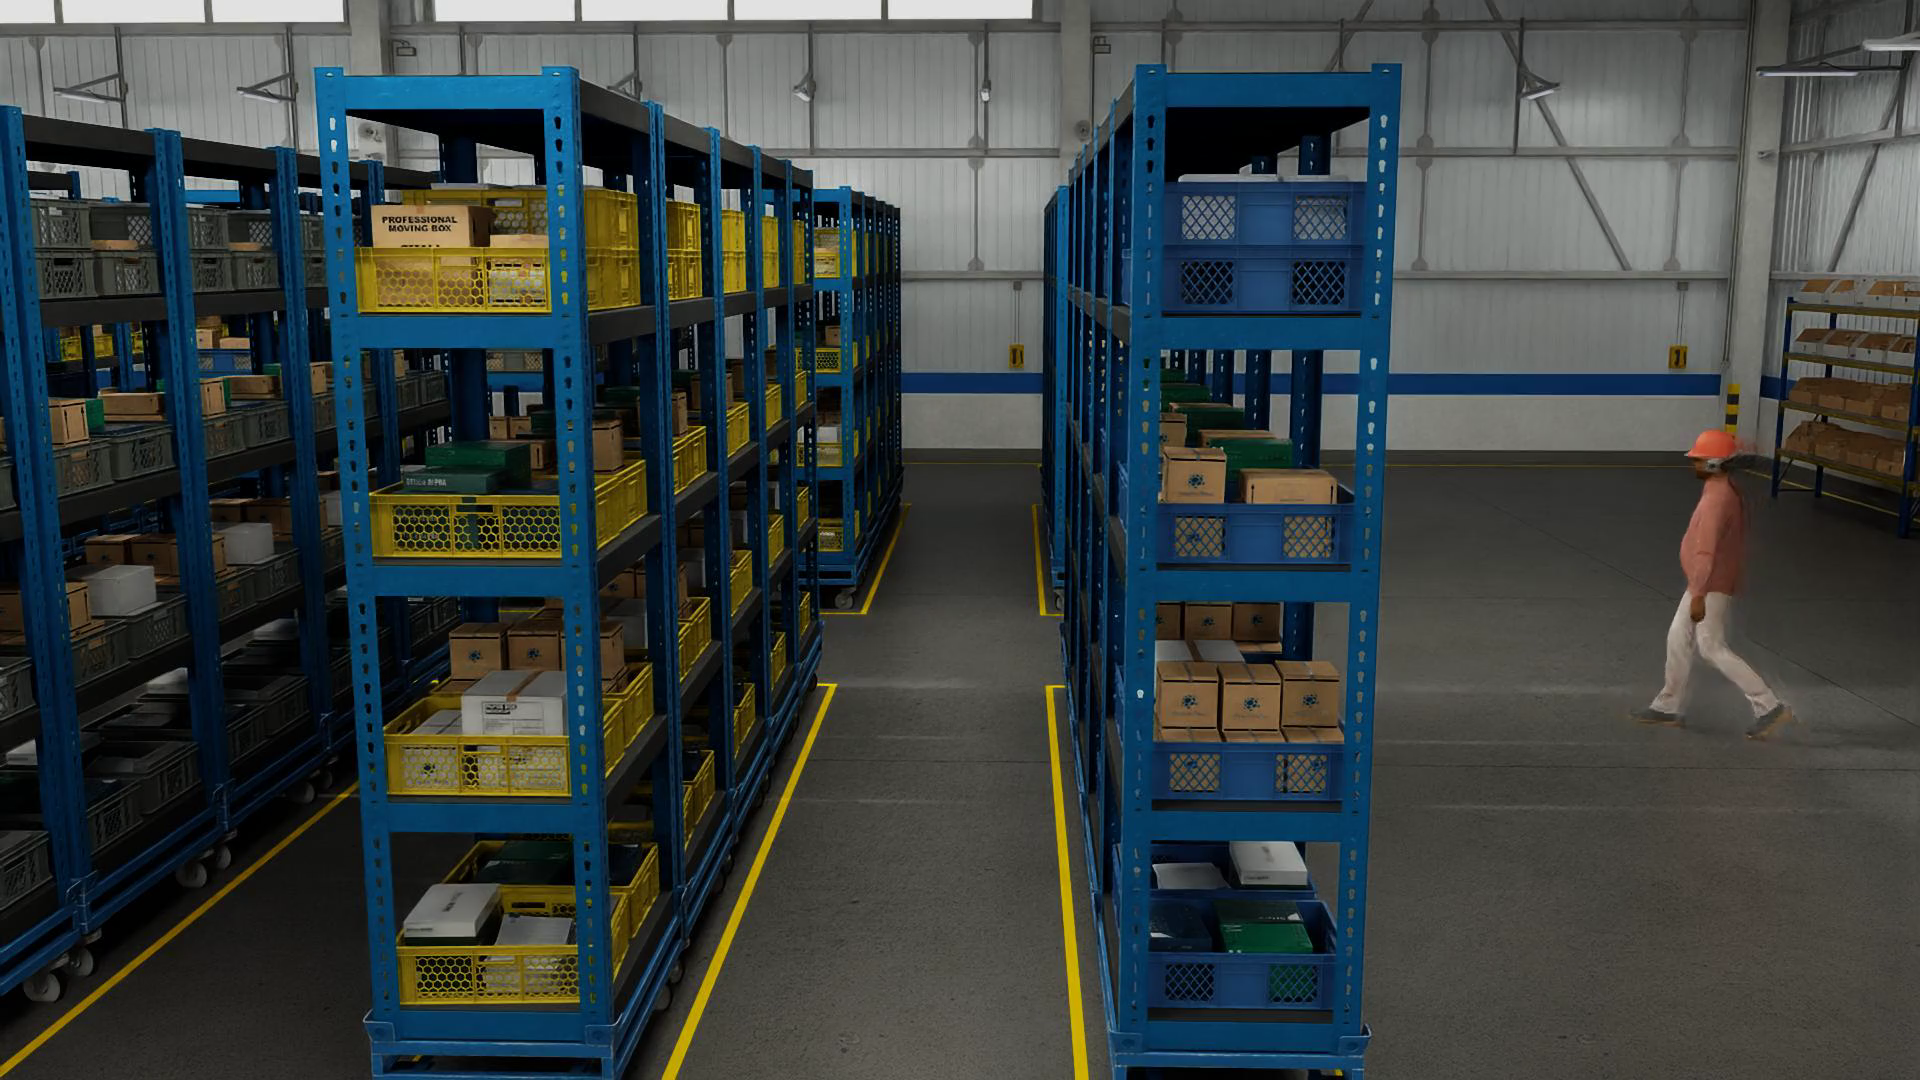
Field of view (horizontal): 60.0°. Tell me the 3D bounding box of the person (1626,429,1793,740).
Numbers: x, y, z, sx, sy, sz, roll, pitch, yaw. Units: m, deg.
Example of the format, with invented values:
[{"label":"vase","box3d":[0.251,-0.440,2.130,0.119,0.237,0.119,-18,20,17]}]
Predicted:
[{"label":"person","box3d":[4.790,0.279,10.488,0.920,1.963,0.623,5,11,28]}]
